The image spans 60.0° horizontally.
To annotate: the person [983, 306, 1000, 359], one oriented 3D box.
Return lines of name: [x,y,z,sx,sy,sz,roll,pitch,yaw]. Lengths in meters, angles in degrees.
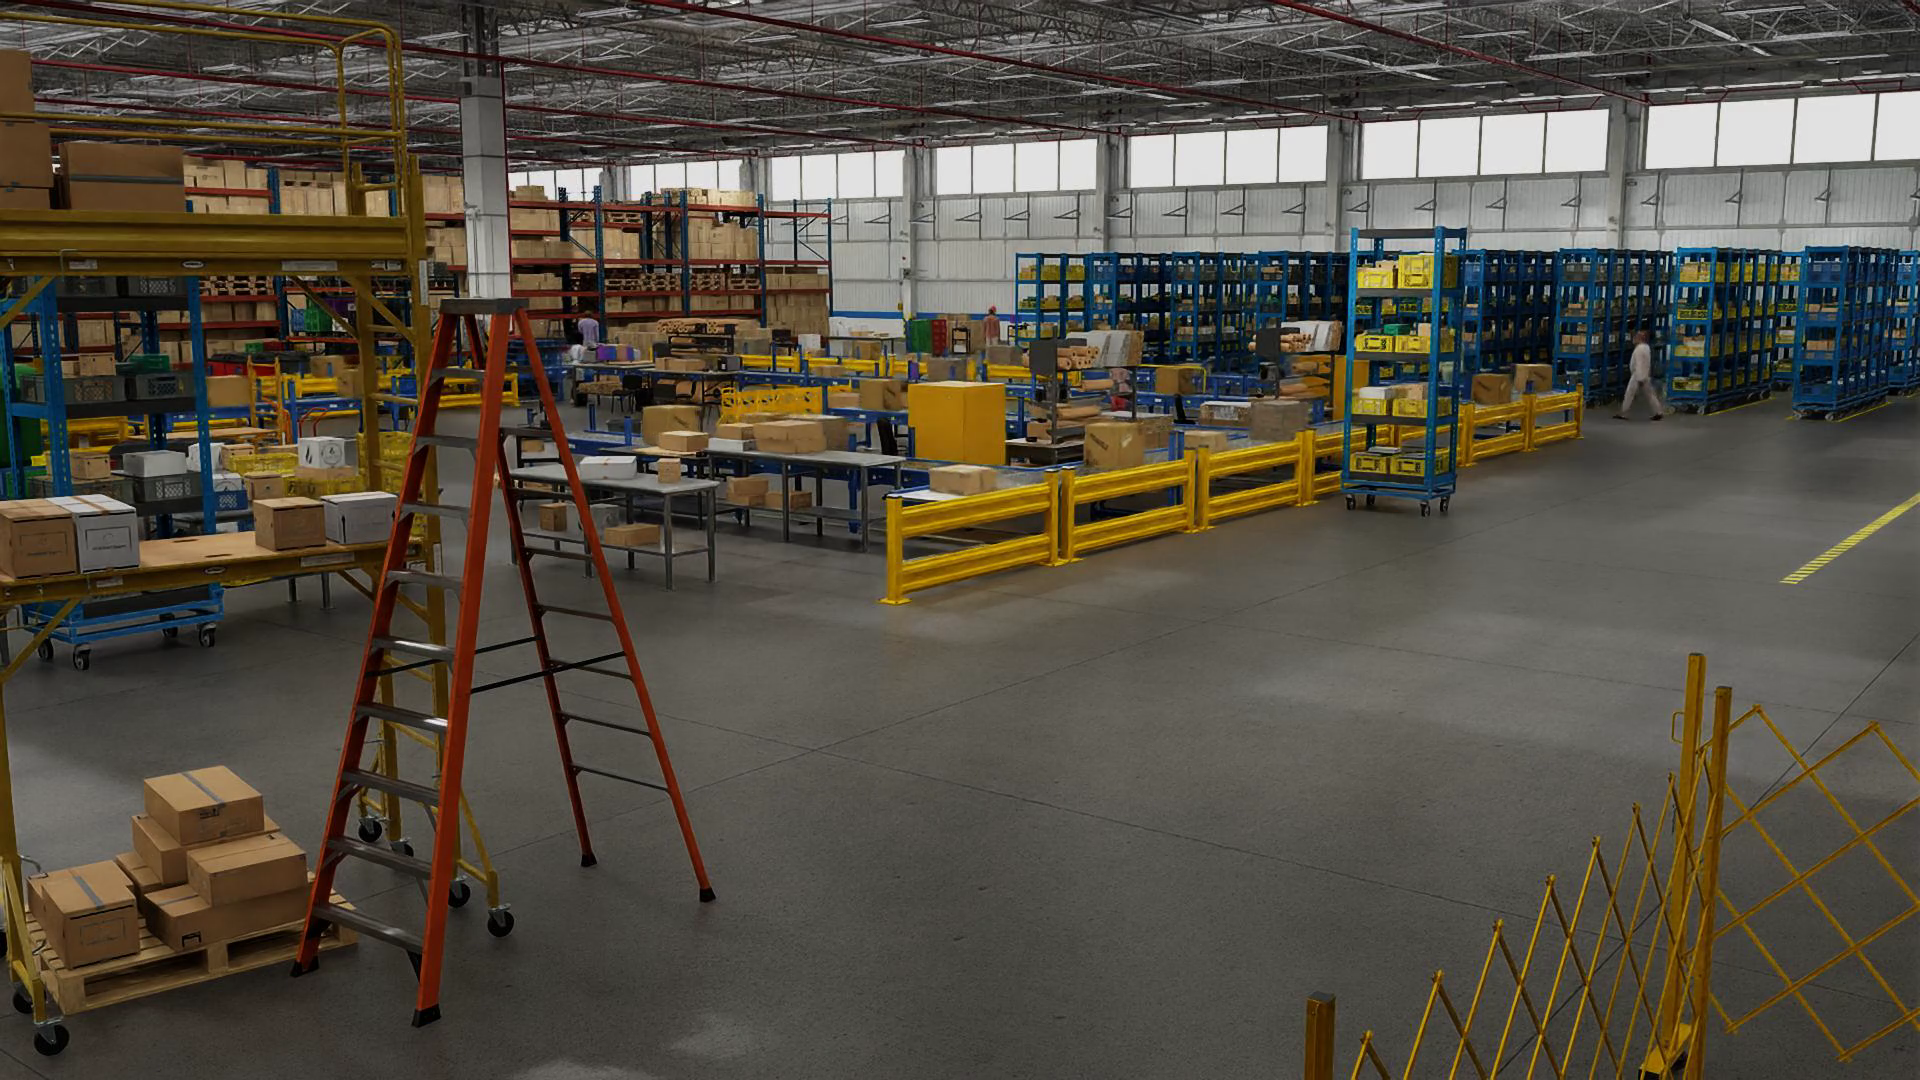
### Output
person: [1.053,-6.632,54.204,0.608,1.987,0.394,5,10,29]

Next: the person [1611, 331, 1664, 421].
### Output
person: [14.092,-3.390,34.399,1.015,1.859,0.644,9,13,43]

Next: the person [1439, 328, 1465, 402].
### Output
person: [10.998,-3.830,37.258,0.602,1.816,0.679,-3,9,-15]

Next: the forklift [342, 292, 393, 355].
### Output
forklift: [-16.485,-5.622,45.120,1.129,2.768,1.873,7,11,37]

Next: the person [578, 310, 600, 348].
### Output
person: [-11.295,-6.033,50.666,0.624,1.932,0.369,-1,9,-8]

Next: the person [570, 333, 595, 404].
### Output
person: [-8.829,-3.987,38.695,0.668,1.676,0.538,-8,12,-41]

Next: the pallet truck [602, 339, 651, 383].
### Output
pallet truck: [-8.991,-4.871,45.351,0.653,1.274,1.630,7,11,37]

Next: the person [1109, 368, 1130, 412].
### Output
person: [2.917,-2.683,30.239,0.322,1.769,0.523,-5,11,-31]

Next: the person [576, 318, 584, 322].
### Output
person: [-14.444,-8.116,63.914,0.626,1.846,0.429,-1,9,-9]

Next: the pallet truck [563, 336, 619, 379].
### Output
pallet truck: [-10.690,-5.294,48.215,1.601,1.201,0.680,-5,10,-26]

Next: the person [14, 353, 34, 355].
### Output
person: [-33.510,-7.404,59.262,0.555,1.917,0.822,4,10,26]
